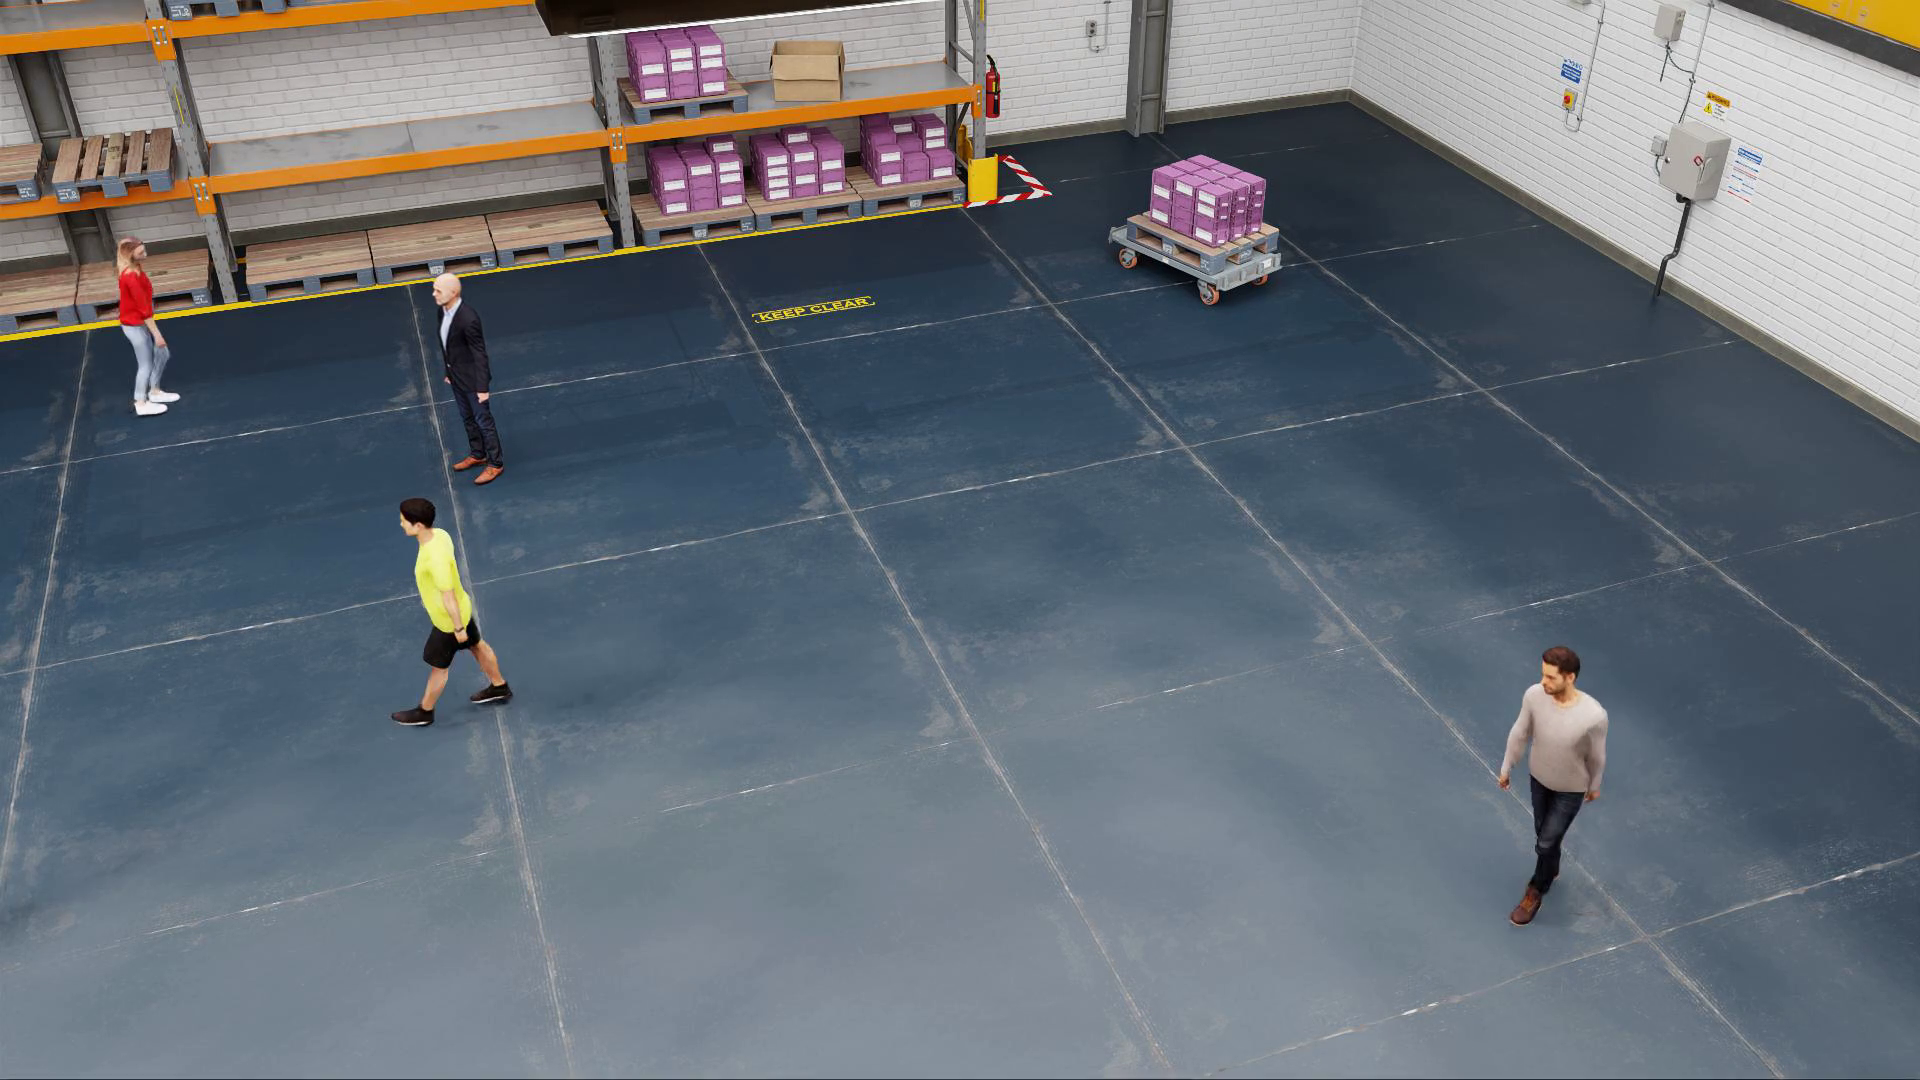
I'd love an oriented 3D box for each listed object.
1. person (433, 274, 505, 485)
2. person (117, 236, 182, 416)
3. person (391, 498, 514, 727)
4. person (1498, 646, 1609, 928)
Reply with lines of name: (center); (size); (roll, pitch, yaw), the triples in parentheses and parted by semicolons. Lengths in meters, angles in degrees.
person: (-3.978, -1.325, 13.431); (0.761, 1.799, 0.733); (28, 42, 35)
person: (-7.101, -1.817, 14.296); (0.692, 1.659, 0.658); (-21, 39, -29)
person: (-3.257, 0.447, 10.880); (1.010, 1.670, 0.674); (-10, 35, -14)
person: (3.427, 1.337, 9.409); (0.850, 1.816, 0.968); (24, 41, 32)
